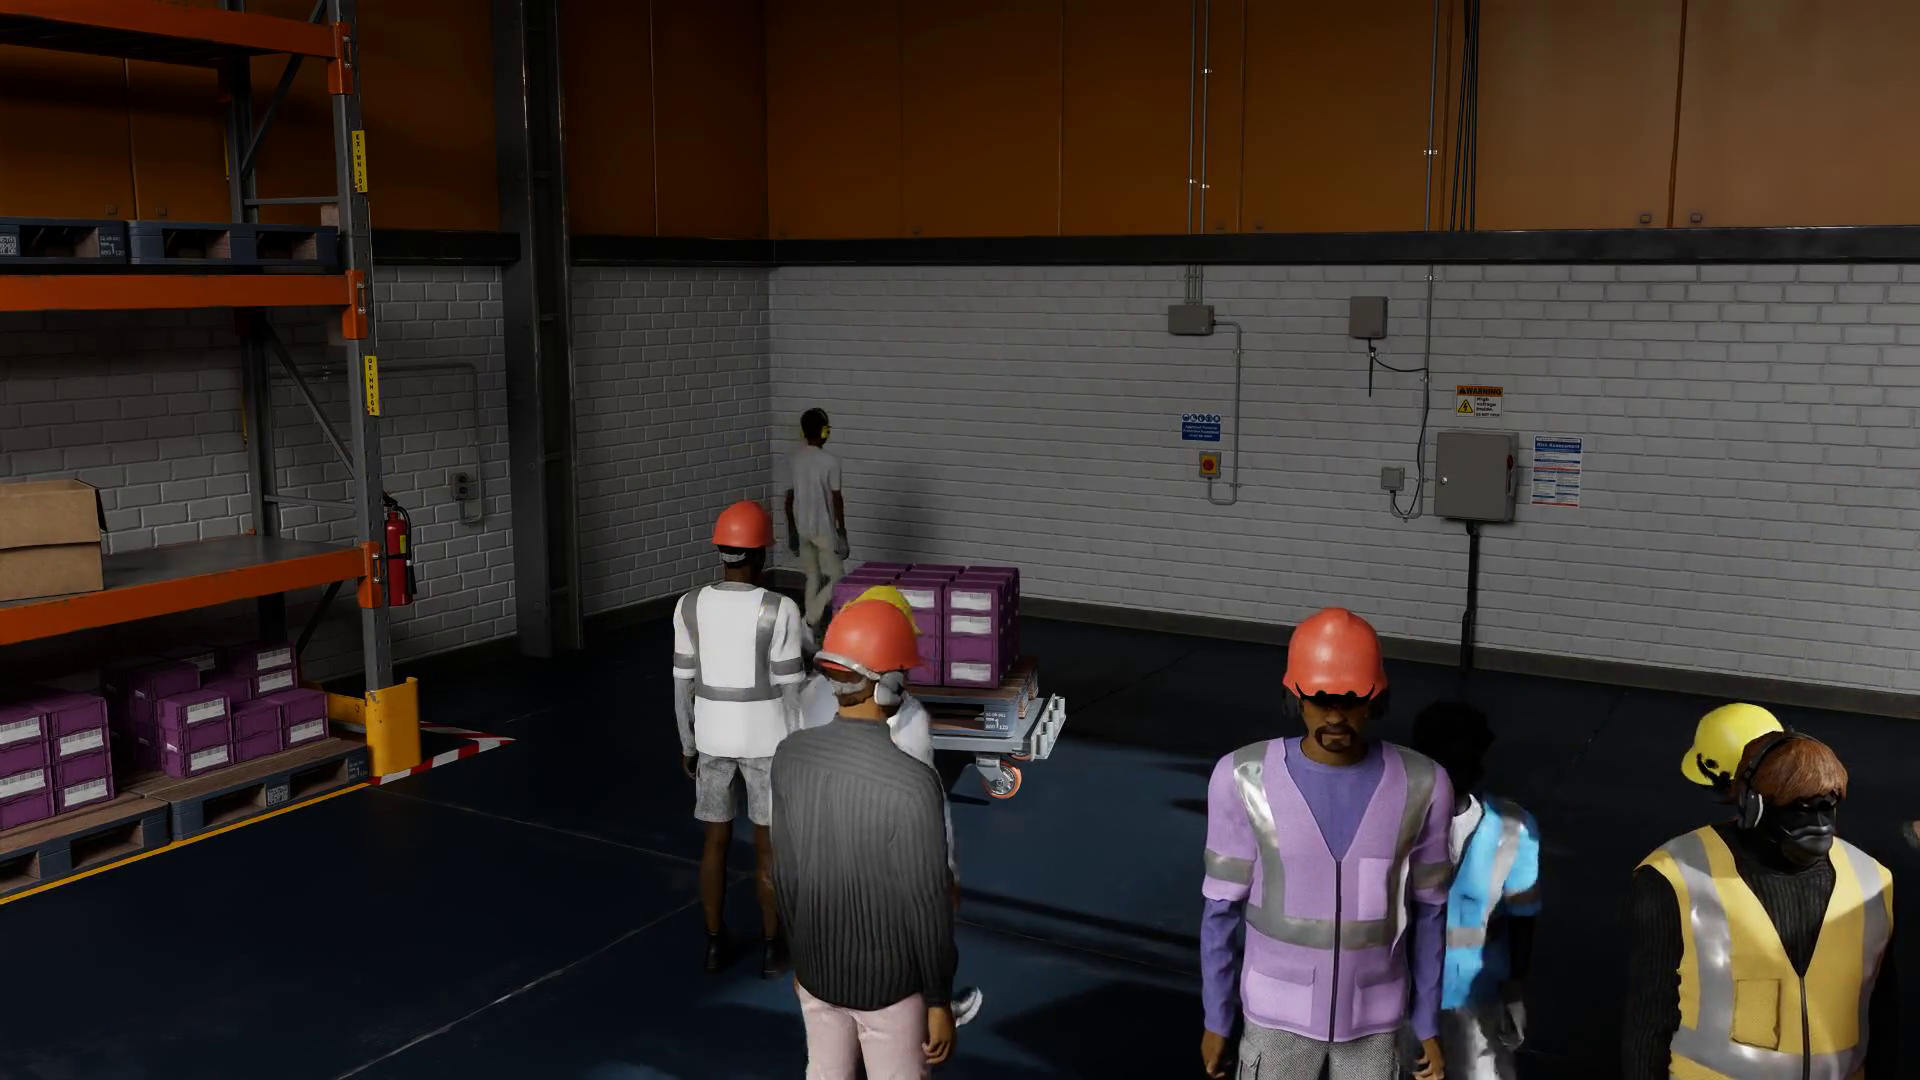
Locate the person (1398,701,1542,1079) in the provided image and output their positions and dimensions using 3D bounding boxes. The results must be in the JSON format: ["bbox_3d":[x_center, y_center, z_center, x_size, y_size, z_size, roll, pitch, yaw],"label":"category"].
[{"bbox_3d":[1.335,1.258,4.679,0.546,1.680,0.379,2,9,12],"label":"person"}]

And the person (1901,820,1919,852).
[{"bbox_3d":[4.685,0.650,7.436,0.605,2.024,0.622,3,10,20],"label":"person"}]

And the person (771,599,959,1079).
[{"bbox_3d":[-0.238,1.143,4.433,0.608,1.994,0.382,8,12,40],"label":"person"}]

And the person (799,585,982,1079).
[{"bbox_3d":[-0.224,1.041,5.721,0.943,1.777,0.629,-8,12,-40],"label":"person"}]

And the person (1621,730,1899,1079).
[{"bbox_3d":[1.822,1.327,3.806,0.619,1.835,0.430,0,9,0],"label":"person"}]

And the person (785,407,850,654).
[{"bbox_3d":[-1.070,-0.046,12.285,0.545,1.856,0.522,5,11,30],"label":"person"}]

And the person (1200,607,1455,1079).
[{"bbox_3d":[0.907,1.167,4.132,0.614,2.041,0.393,1,9,3],"label":"person"}]

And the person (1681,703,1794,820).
[{"bbox_3d":[2.143,1.268,4.469,0.649,1.741,0.352,-8,12,-41],"label":"person"}]

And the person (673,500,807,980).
[{"bbox_3d":[-0.869,0.803,6.730,0.552,1.934,0.373,2,9,14],"label":"person"}]
